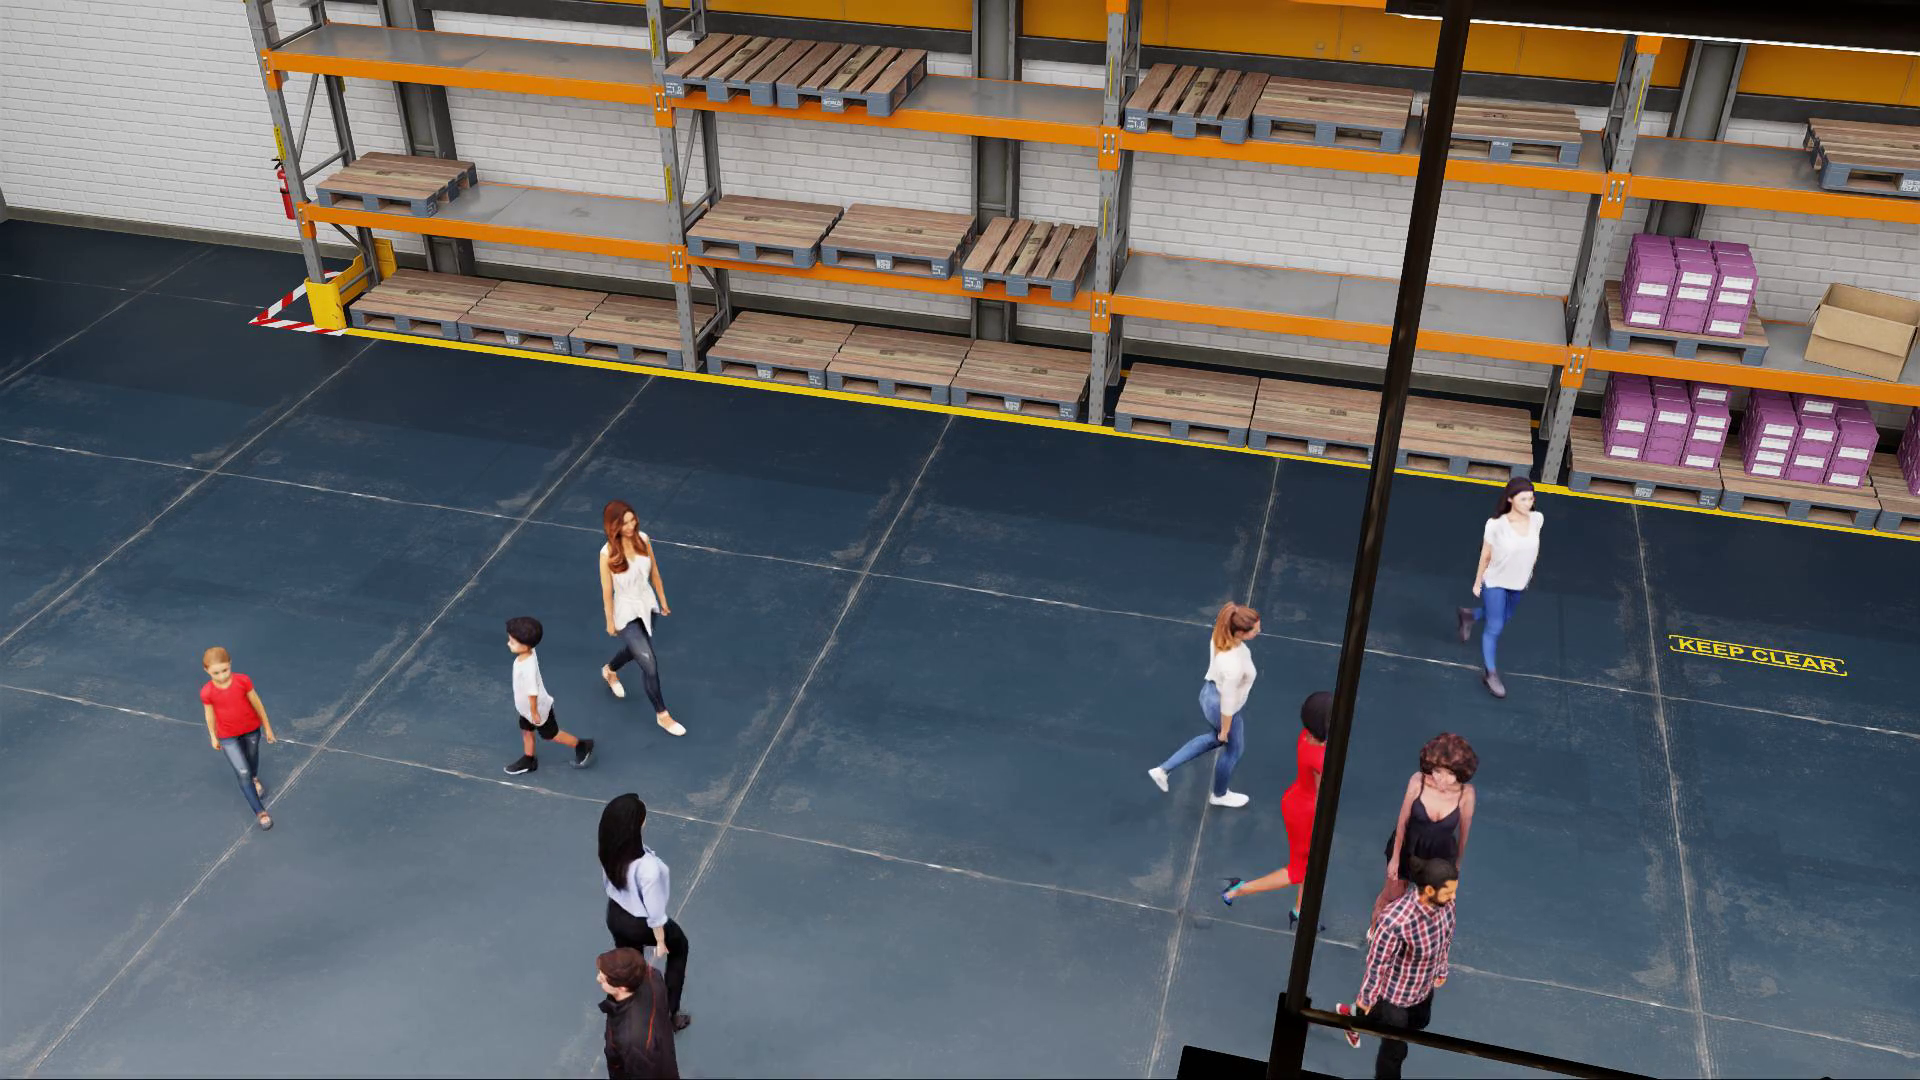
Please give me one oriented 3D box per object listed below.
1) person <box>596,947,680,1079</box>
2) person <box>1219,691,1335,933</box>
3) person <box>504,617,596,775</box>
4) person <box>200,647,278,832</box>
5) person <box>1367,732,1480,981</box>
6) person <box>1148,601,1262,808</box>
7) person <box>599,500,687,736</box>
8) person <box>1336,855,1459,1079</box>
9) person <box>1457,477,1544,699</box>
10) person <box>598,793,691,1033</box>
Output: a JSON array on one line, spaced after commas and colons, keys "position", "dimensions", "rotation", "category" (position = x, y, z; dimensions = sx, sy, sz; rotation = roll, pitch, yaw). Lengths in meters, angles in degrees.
[{"position": [-1.436, 2.627, 8.075], "dimensions": [1.070, 1.821, 0.925], "rotation": [-3, 34, -4], "category": "person"}, {"position": [1.926, 1.632, 9.664], "dimensions": [0.945, 1.720, 0.720], "rotation": [2, 34, 3], "category": "person"}, {"position": [-2.760, 1.033, 10.992], "dimensions": [0.898, 1.246, 0.751], "rotation": [-10, 35, -14], "category": "person"}, {"position": [-4.661, 1.194, 10.719], "dimensions": [0.827, 1.282, 0.932], "rotation": [-22, 39, -29], "category": "person"}, {"position": [2.590, 1.757, 9.419], "dimensions": [0.514, 1.783, 0.662], "rotation": [5, 34, 7], "category": "person"}, {"position": [1.573, 1.079, 10.512], "dimensions": [1.006, 1.702, 0.832], "rotation": [-5, 34, -7], "category": "person"}, {"position": [-2.284, 0.479, 11.372], "dimensions": [1.175, 1.749, 0.896], "rotation": [23, 40, 30], "category": "person"}, {"position": [2.262, 2.265, 8.694], "dimensions": [0.983, 1.740, 1.071], "rotation": [-24, 41, -32], "category": "person"}, {"position": [3.793, 0.269, 11.766], "dimensions": [1.046, 1.662, 1.002], "rotation": [-10, 35, -14], "category": "person"}, {"position": [-1.798, 2.114, 8.927], "dimensions": [0.686, 1.733, 0.788], "rotation": [22, 39, 29], "category": "person"}]
